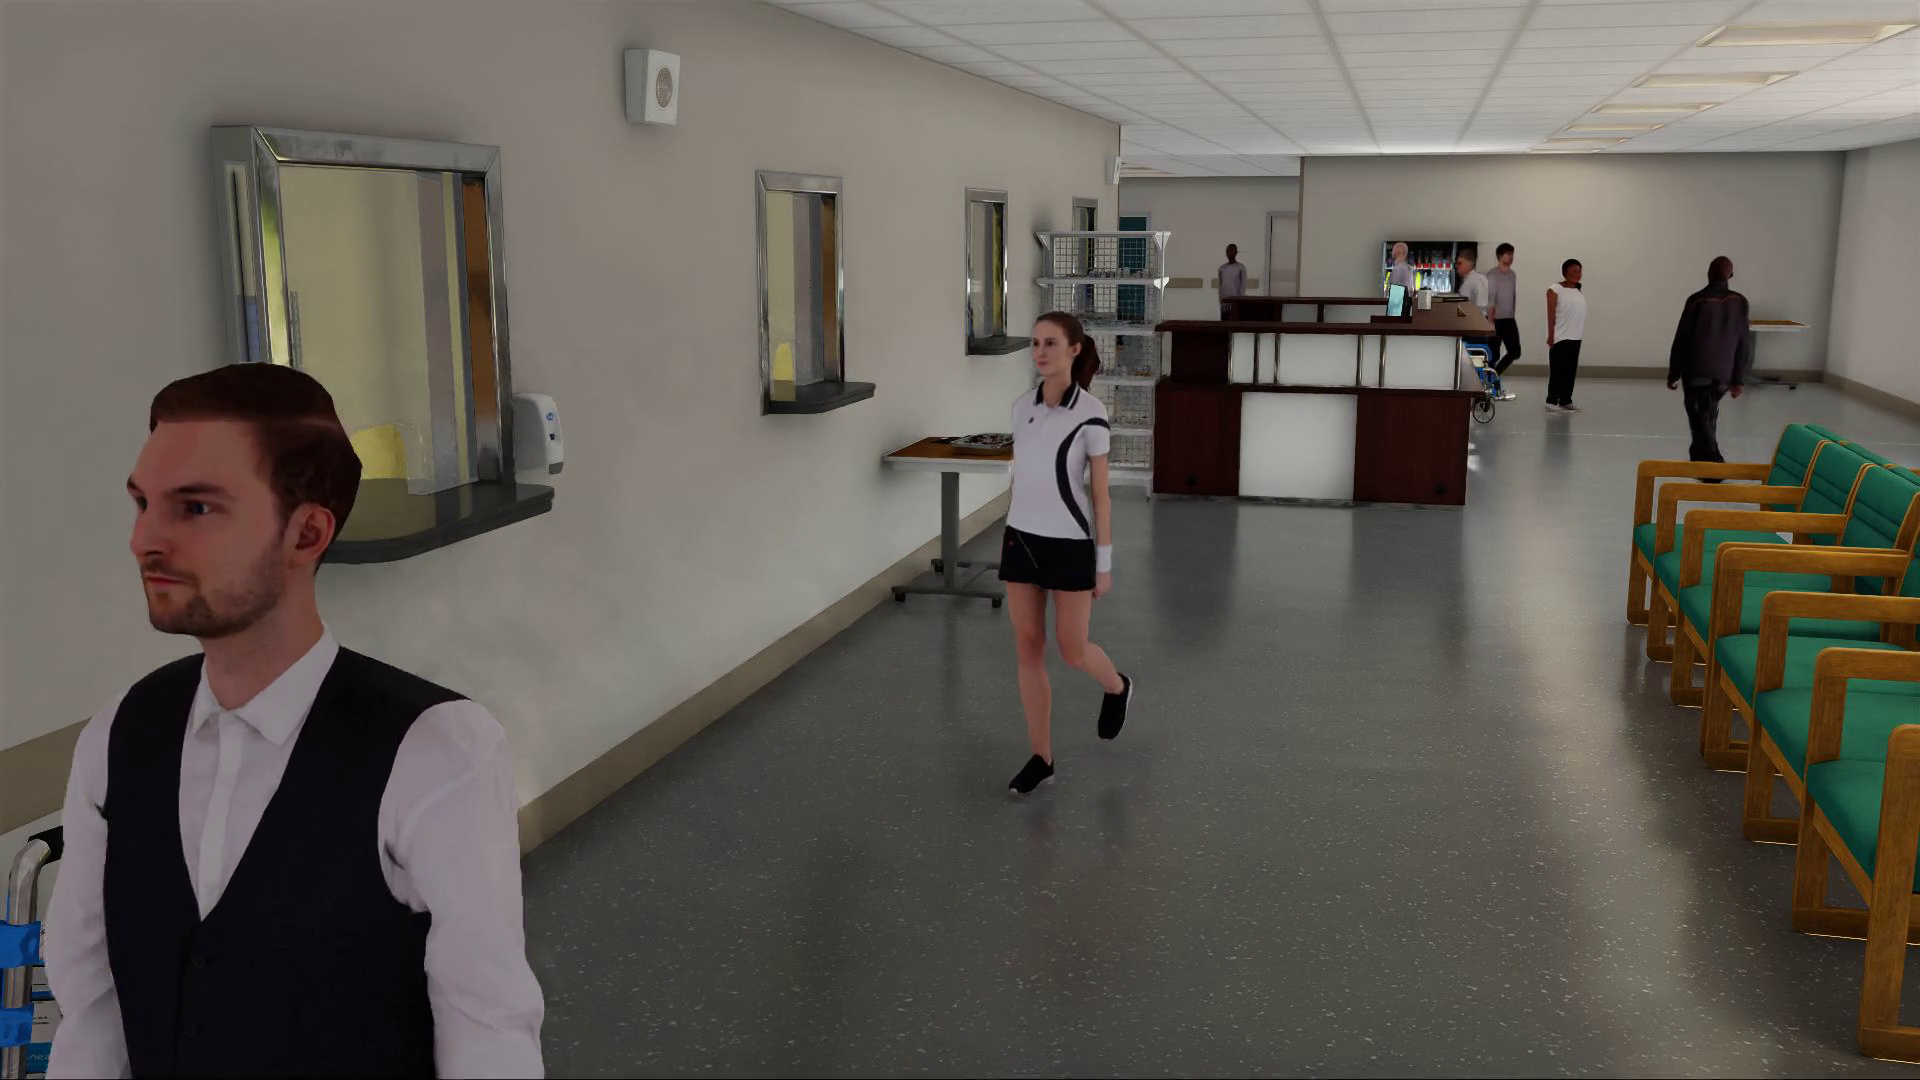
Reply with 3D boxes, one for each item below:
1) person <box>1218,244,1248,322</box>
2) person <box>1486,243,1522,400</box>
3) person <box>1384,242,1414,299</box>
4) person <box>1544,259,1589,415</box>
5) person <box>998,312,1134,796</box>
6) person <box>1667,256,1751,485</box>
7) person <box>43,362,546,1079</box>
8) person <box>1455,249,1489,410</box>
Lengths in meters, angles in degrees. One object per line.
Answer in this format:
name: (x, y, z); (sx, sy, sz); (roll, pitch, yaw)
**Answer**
person: (4.127, -3.541, 24.977); (1.092, 1.751, 0.840); (6, 12, 27)
person: (6.366, -2.606, 19.825); (0.827, 1.834, 0.887); (-6, 12, -30)
person: (5.754, -2.900, 21.505); (1.249, 1.785, 0.839); (5, 12, 27)
person: (6.729, -2.266, 18.427); (0.758, 1.687, 0.818); (-6, 12, -29)
person: (0.387, 0.046, 6.109); (0.932, 1.737, 0.816); (7, 13, 34)
person: (5.830, -1.283, 12.903); (1.222, 1.815, 0.975); (0, 11, -1)
person: (-0.627, 0.762, 1.829); (0.630, 1.926, 0.756); (5, 12, 24)
person: (5.704, -2.308, 18.393); (0.870, 1.782, 0.884); (-7, 13, -34)
